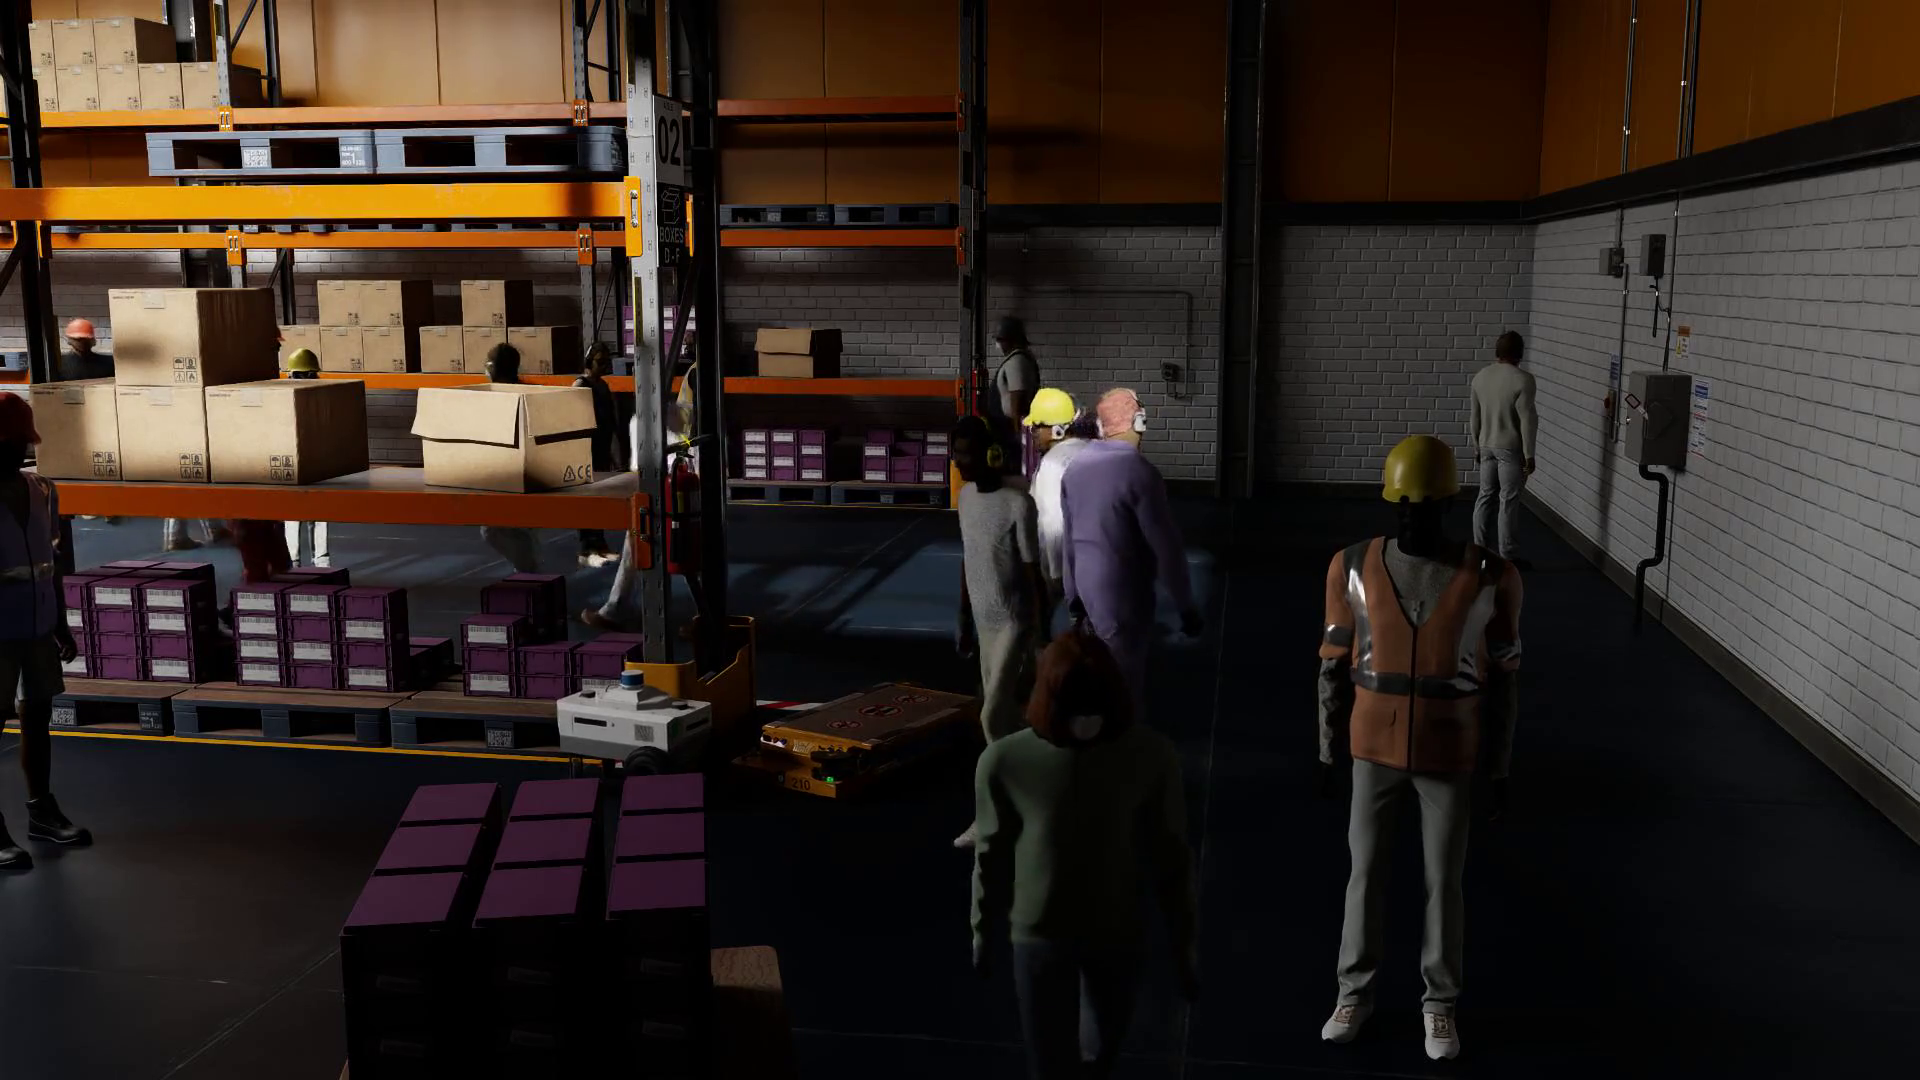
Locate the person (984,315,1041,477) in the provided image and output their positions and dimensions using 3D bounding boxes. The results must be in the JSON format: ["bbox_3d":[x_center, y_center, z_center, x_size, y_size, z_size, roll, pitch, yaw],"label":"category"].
[{"bbox_3d":[0.527,-1.088,15.435,0.614,2.000,0.705,2,9,12],"label":"person"}]

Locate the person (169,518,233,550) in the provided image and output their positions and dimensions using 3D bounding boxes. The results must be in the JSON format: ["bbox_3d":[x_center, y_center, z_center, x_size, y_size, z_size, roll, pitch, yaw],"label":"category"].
[{"bbox_3d":[-6.640,-0.833,14.602,0.632,1.809,0.834,9,13,43],"label":"person"}]

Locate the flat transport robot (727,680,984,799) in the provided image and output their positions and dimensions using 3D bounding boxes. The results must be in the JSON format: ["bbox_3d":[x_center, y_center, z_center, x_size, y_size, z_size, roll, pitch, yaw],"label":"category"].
[{"bbox_3d":[-0.438,0.956,8.228,0.652,0.197,1.431,6,11,32],"label":"flat transport robot"}]

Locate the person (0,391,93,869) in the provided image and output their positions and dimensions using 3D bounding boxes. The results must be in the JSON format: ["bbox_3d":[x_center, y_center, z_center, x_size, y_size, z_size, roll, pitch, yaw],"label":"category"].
[{"bbox_3d":[-3.869,0.356,6.807,0.362,1.934,0.543,4,10,21],"label":"person"}]

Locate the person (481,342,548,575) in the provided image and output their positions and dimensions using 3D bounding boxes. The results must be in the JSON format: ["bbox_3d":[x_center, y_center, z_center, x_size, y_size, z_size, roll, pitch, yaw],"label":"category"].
[{"bbox_3d":[-3.111,-0.420,11.663,0.483,1.920,0.633,2,9,12],"label":"person"}]

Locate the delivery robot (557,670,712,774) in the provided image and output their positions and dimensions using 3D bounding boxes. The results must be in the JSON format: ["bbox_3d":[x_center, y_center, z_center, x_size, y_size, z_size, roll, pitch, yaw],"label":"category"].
[{"bbox_3d":[-1.517,0.847,7.733,0.707,0.478,0.477,4,10,25],"label":"delivery robot"}]

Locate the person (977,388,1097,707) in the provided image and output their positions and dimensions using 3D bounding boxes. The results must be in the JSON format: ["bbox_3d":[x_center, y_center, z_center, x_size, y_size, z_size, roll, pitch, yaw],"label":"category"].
[{"bbox_3d":[0.497,0.071,8.995,0.864,1.786,0.676,6,11,34],"label":"person"}]

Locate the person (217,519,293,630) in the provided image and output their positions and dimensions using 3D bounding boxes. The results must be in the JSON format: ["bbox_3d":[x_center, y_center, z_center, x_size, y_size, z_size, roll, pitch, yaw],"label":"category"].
[{"bbox_3d":[-4.451,-0.143,10.428,0.492,1.752,0.546,1,9,5],"label":"person"}]

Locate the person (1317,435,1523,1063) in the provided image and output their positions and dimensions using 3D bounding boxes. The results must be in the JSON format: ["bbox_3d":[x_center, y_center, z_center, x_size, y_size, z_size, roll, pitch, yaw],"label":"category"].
[{"bbox_3d":[1.386,0.637,5.083,0.594,1.924,0.383,3,10,21],"label":"person"}]

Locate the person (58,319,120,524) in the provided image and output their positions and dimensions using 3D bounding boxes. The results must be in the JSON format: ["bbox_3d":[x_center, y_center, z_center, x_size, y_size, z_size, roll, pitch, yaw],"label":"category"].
[{"bbox_3d":[-8.342,-1.124,15.921,0.654,1.947,0.999,-6,11,-35],"label":"person"}]

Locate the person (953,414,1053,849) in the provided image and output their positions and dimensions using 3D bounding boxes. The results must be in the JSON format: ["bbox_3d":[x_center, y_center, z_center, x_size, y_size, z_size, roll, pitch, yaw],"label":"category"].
[{"bbox_3d":[0.254,0.359,7.140,0.775,1.835,0.568,-7,12,-37],"label":"person"}]

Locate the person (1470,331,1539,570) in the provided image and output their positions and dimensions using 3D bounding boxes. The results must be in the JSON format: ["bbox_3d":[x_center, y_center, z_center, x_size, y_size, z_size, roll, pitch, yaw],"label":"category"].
[{"bbox_3d":[4.410,-0.721,13.474,0.362,1.938,0.635,-5,11,-30],"label":"person"}]

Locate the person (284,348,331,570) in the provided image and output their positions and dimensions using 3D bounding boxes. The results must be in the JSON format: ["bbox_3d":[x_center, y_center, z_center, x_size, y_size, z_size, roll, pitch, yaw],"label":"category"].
[{"bbox_3d":[-4.993,-0.552,12.749,0.404,1.833,0.591,6,11,32],"label":"person"}]

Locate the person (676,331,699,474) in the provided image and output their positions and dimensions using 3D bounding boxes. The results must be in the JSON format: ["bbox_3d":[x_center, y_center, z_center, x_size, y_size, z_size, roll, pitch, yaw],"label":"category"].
[{"bbox_3d":[-2.520,-1.090,16.063,0.429,1.844,0.627,0,9,-1],"label":"person"}]

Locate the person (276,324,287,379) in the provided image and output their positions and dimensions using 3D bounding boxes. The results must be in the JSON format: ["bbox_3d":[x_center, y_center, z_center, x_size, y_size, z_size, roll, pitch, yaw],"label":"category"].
[{"bbox_3d":[-6.636,-1.132,16.030,0.355,1.934,0.553,-5,10,-28],"label":"person"}]

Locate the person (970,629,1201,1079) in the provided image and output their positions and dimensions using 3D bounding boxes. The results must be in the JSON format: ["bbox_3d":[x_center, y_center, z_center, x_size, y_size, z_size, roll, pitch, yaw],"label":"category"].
[{"bbox_3d":[0.297,0.964,4.094,0.534,1.592,0.860,-1,9,-3],"label":"person"}]

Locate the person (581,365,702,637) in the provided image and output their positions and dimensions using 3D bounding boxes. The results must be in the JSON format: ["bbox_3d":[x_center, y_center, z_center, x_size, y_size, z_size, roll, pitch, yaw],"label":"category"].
[{"bbox_3d":[-2.021,-0.258,10.944,1.006,1.826,0.606,4,10,21],"label":"person"}]

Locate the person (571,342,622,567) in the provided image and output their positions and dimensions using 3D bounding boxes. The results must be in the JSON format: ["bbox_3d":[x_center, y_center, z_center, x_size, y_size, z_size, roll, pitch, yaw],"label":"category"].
[{"bbox_3d":[-2.999,-0.708,13.700,0.344,1.840,0.507,2,9,14],"label":"person"}]

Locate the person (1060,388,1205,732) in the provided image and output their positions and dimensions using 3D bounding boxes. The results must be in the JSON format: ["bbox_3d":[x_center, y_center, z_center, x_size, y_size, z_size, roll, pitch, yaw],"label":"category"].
[{"bbox_3d":[0.781,0.259,7.566,0.537,1.882,0.732,-4,10,-26],"label":"person"}]
